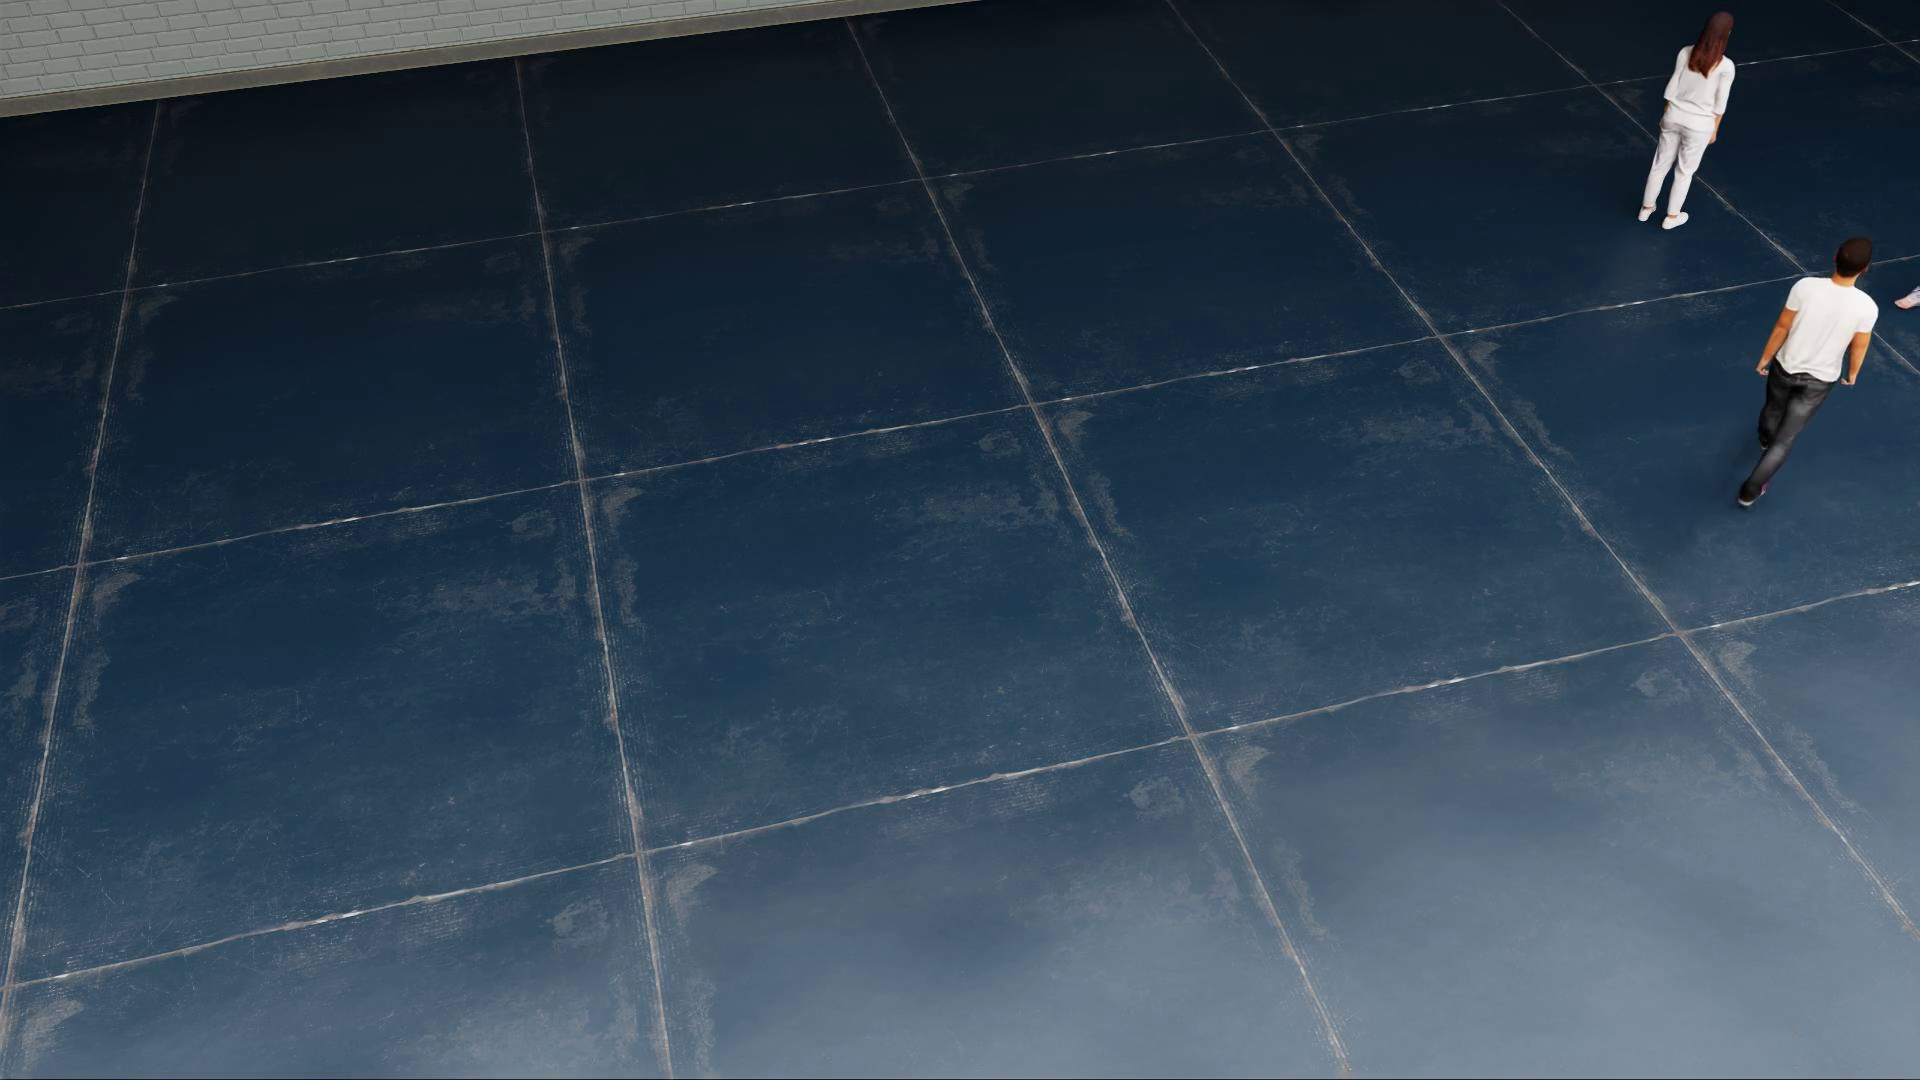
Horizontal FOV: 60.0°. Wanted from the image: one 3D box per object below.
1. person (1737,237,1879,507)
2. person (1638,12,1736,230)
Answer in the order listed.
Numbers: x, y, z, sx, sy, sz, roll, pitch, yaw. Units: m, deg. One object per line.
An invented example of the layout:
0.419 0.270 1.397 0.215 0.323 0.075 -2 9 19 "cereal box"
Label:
5.006 -0.959 9.922 1.149 1.763 1.144 27 50 26 "person"
5.378 -3.089 12.258 0.649 1.688 0.745 32 52 29 "person"
